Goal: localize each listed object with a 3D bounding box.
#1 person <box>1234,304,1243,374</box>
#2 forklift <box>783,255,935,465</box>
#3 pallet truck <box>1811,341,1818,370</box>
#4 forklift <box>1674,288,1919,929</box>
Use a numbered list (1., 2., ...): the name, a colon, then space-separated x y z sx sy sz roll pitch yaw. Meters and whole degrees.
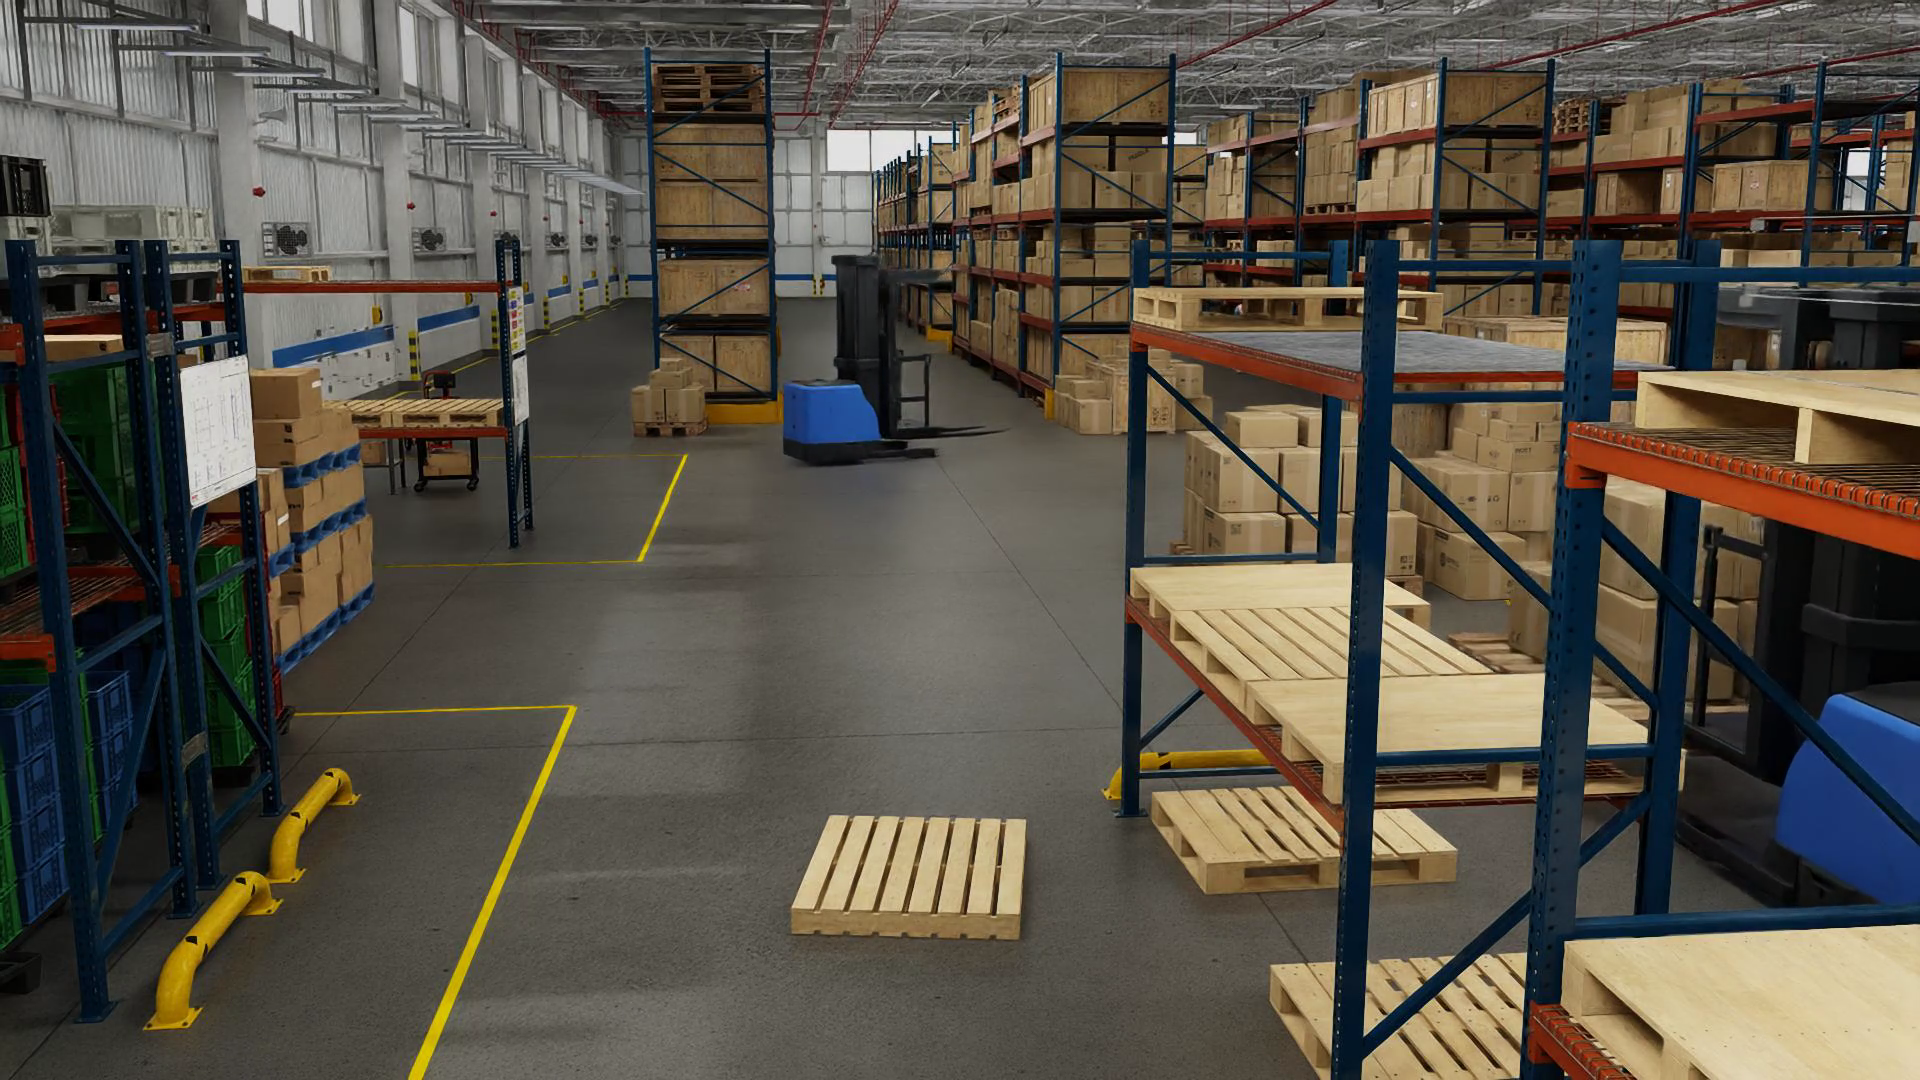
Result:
1. person: 6.525 -4.678 37.748 0.644 1.843 0.429 0 10 2
2. forklift: -1.430 -2.514 22.864 1.873 2.768 1.129 -5 11 -24
3. pallet truck: 15.846 -3.142 28.793 1.885 1.965 0.823 2 10 12
4. forklift: 4.236 0.294 7.306 1.129 2.768 1.873 -1 10 -7
